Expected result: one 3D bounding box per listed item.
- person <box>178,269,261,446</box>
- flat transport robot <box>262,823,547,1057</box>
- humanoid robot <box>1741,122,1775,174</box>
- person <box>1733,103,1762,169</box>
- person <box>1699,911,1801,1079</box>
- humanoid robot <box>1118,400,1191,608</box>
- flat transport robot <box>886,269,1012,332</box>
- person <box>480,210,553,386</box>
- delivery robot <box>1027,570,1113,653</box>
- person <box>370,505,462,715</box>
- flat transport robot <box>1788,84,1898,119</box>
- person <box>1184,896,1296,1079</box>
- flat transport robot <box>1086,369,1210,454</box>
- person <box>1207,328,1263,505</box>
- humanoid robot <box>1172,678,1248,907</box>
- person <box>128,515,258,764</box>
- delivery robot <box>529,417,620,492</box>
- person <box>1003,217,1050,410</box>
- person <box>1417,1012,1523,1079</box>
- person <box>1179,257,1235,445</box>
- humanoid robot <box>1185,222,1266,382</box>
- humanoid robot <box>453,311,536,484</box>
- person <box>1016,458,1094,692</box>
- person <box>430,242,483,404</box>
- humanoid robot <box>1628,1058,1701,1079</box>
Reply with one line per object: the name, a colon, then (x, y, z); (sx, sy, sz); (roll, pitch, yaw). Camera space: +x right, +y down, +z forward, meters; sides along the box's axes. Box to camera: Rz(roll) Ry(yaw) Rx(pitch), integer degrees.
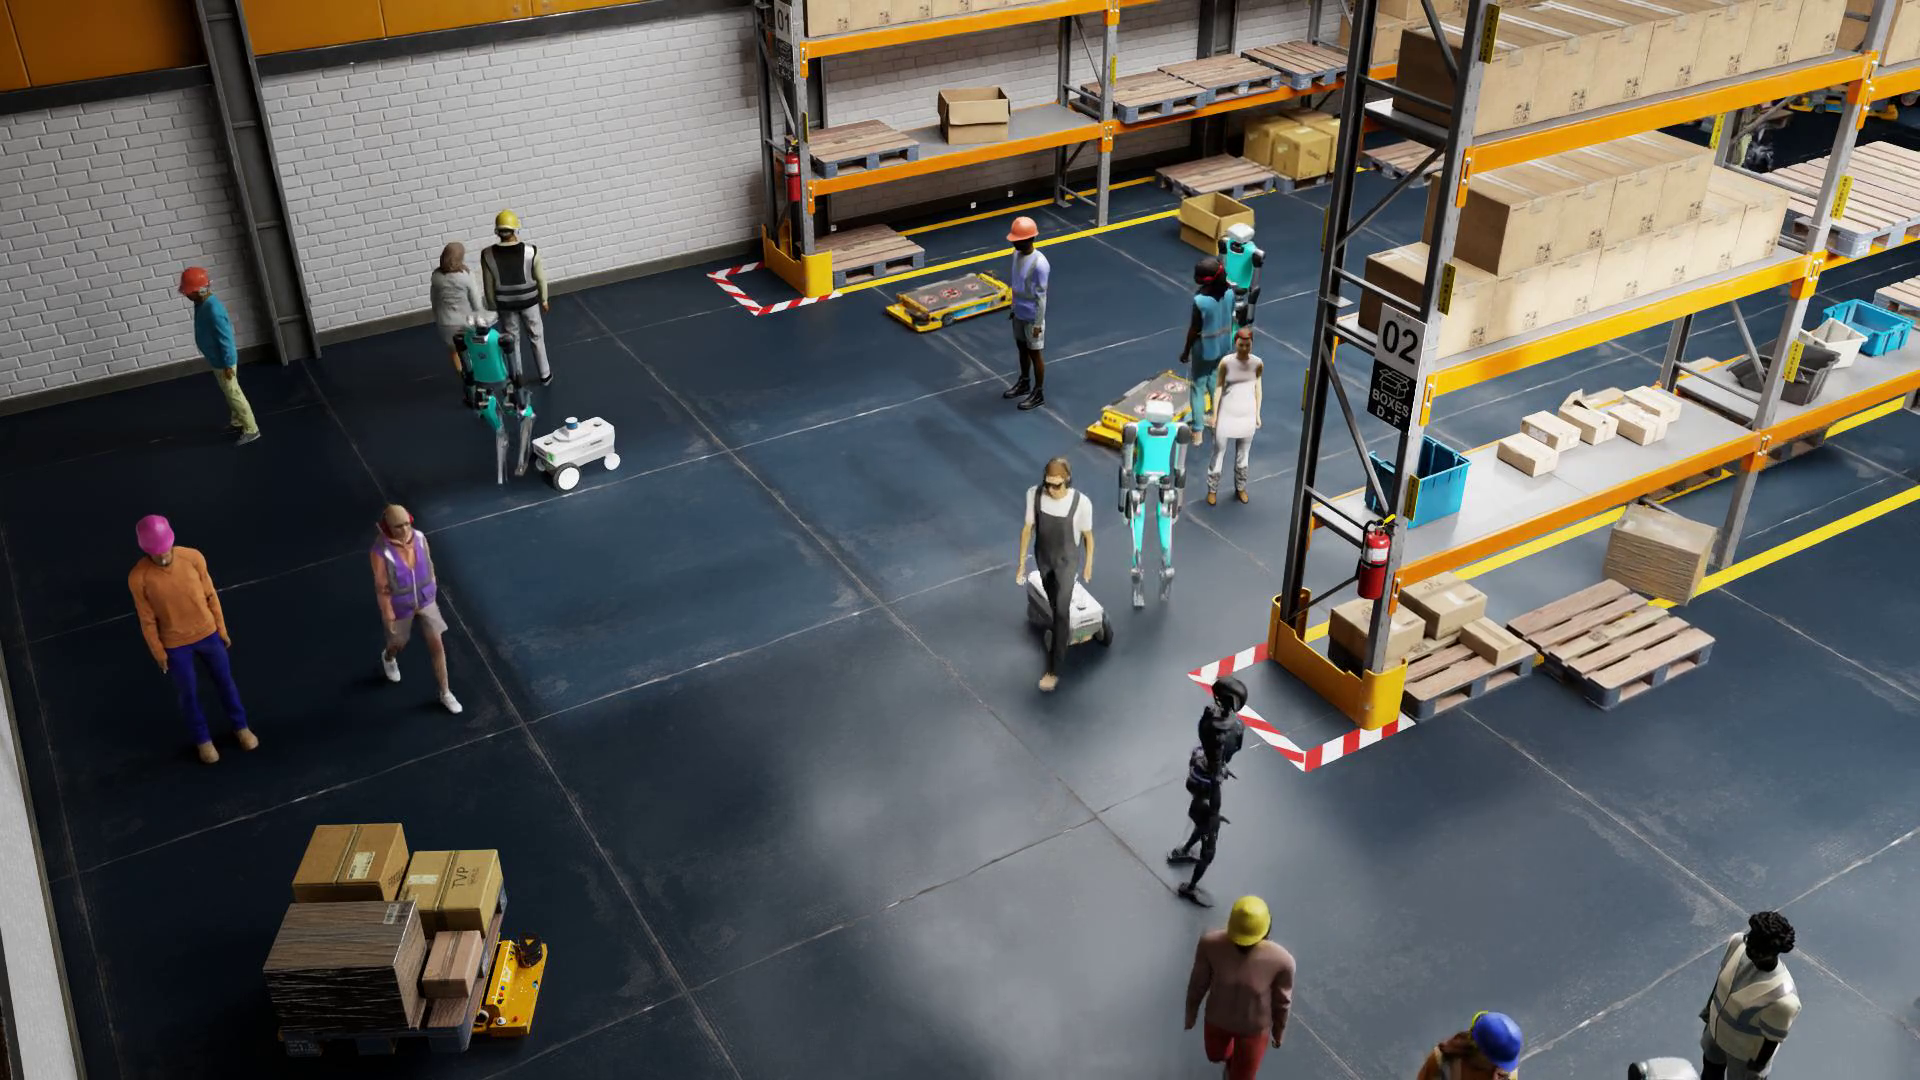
person: (-6.898, -1.710, 15.421); (0.363, 1.747, 0.607); (-22, 38, -31)
flat transport robot: (-3.229, 2.651, 9.855); (1.431, 0.231, 0.659); (-1, 32, -2)
humanoid robot: (9.173, -4.022, 19.220); (0.785, 1.625, 0.591); (-5, 32, -8)
person: (9.703, -5.084, 20.731); (0.766, 1.816, 0.570); (11, 34, 17)
person: (4.041, 2.574, 8.637); (0.320, 1.692, 0.532); (-5, 32, -8)
humanoid robot: (1.516, -0.177, 12.985); (0.541, 1.800, 0.663); (-2, 32, -3)
flat transport robot: (-0.043, -2.632, 18.281); (1.431, 0.231, 0.659); (-20, 37, -29)
person: (-4.359, -2.360, 16.388); (0.597, 1.818, 0.403); (-7, 33, -11)
delivery robot: (0.819, 0.517, 12.971); (0.499, 0.575, 0.759); (-14, 35, -21)
person: (-4.018, 0.442, 12.063); (0.491, 1.660, 0.811); (-27, 41, -36)
flat transport robot: (12.869, -6.382, 24.261); (1.431, 0.231, 0.659); (11, 34, 16)
person: (1.467, 2.478, 8.748); (0.532, 1.734, 0.812); (14, 35, 21)
flat transport robot: (1.886, -1.247, 16.072); (0.659, 0.231, 1.431); (22, 38, 31)
person: (2.402, -1.076, 14.488); (0.442, 1.661, 0.285); (-2, 32, -4)
humanoid robot: (1.536, 1.509, 10.349); (0.389, 1.636, 0.603); (7, 33, 11)
person: (-5.308, 0.665, 11.427); (0.517, 1.973, 0.401); (-24, 39, -33)
delivery robot: (-3.524, -0.812, 15.124); (0.788, 0.610, 0.499); (-26, 40, -35)
person: (0.625, -2.194, 16.026); (0.385, 1.929, 0.542); (-17, 36, -25)
person: (2.386, 2.859, 8.130); (0.514, 1.744, 0.494); (8, 33, 12)
person: (2.314, -1.775, 15.433); (0.582, 1.847, 0.495); (-25, 40, -34)
humanoid robot: (2.520, -2.168, 16.221); (1.055, 1.786, 0.544); (-26, 41, -35)
humanoid robot: (-4.044, -1.288, 14.790); (0.531, 1.812, 0.770); (3, 32, 5)
person: (0.660, 0.228, 12.268); (0.507, 1.809, 0.903); (16, 35, 23)
person: (-4.871, -2.122, 16.183); (0.493, 1.619, 0.608); (-10, 33, -15)
humanoid robot: (2.847, 3.155, 7.735); (0.884, 1.842, 0.553); (-5, 32, -7)
